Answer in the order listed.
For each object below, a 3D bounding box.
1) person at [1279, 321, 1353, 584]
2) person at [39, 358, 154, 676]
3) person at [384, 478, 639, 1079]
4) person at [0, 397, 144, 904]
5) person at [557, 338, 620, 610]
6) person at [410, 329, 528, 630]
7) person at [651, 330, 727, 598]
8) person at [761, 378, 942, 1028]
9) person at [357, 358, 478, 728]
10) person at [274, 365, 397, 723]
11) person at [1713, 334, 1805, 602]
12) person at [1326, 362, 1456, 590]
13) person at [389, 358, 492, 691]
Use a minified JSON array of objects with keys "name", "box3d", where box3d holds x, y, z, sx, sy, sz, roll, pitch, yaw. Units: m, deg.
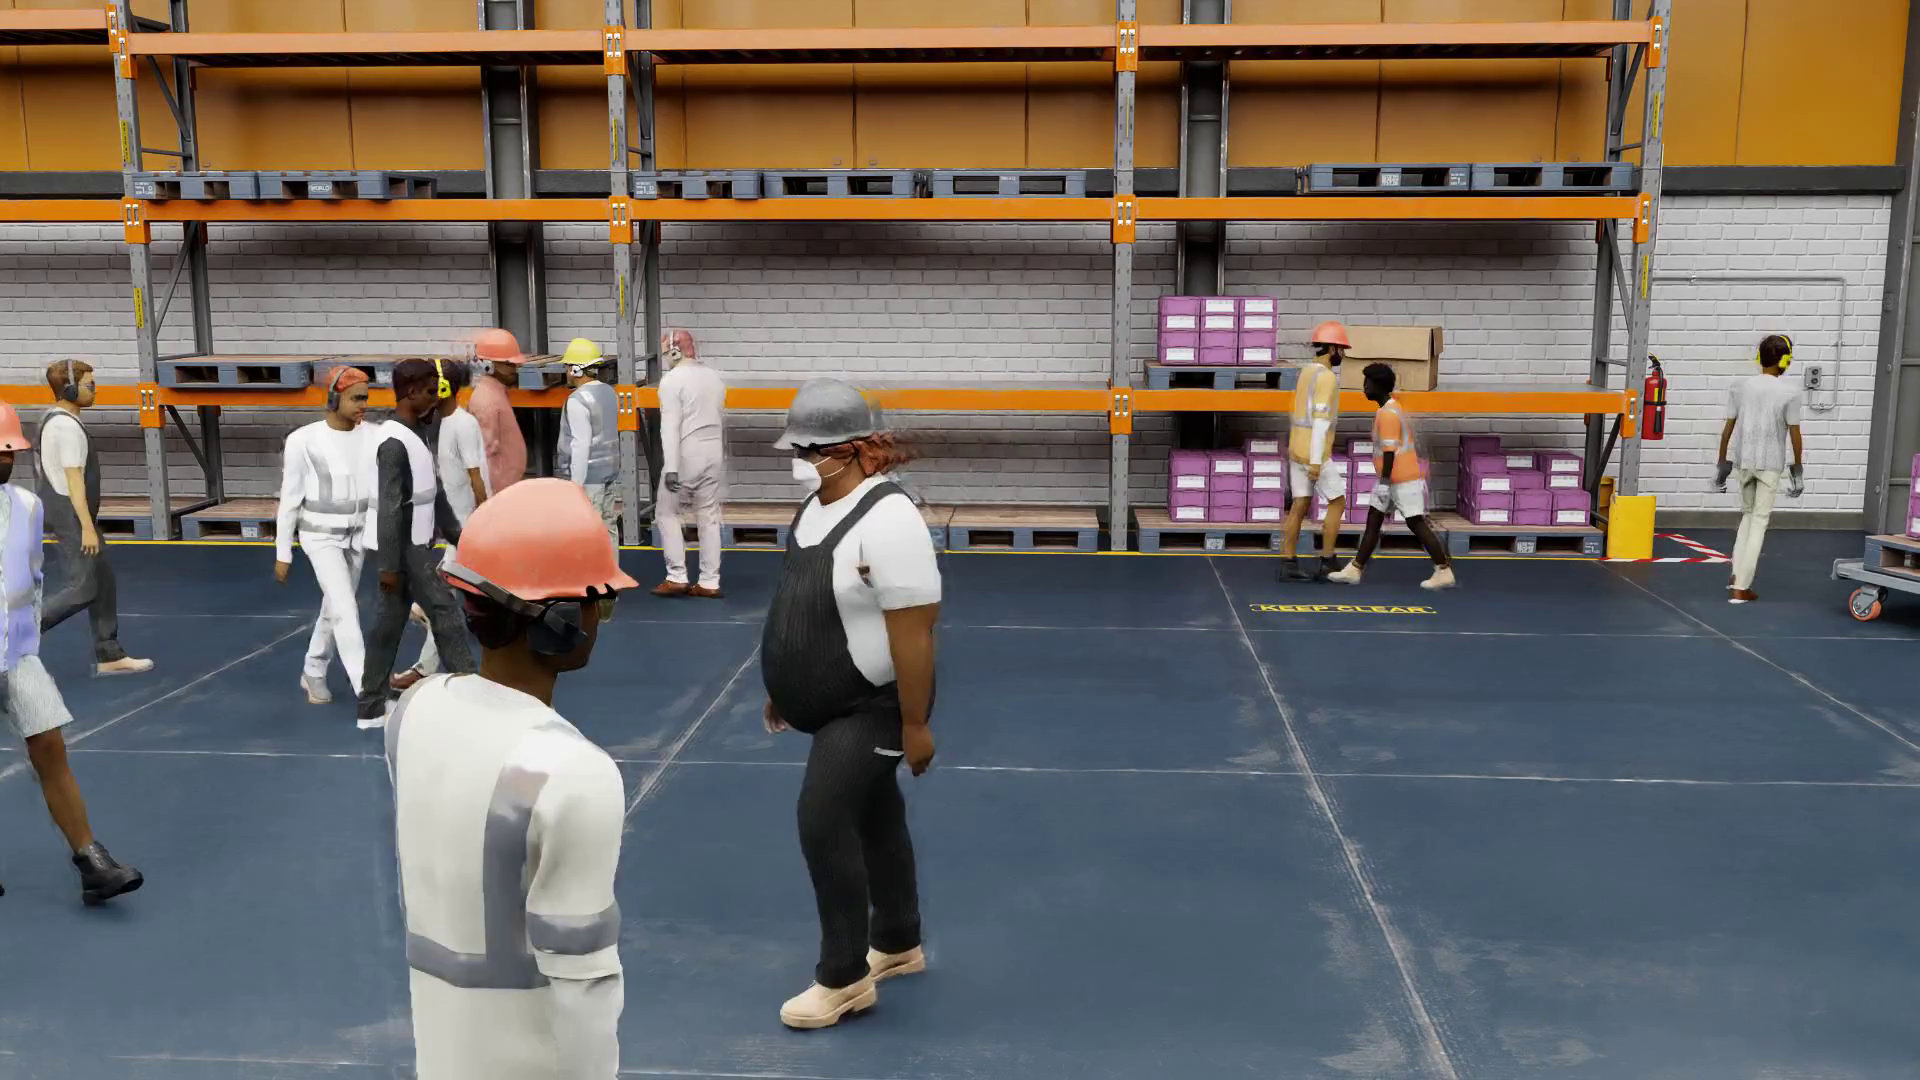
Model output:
[{"name":"person","box3d":[2.651,-0.621,12.077,0.710,1.905,0.578,-2,10,-9]},{"name":"person","box3d":[-4.976,-0.091,9.225,0.726,1.823,0.524,-5,11,-27]},{"name":"person","box3d":[-0.822,0.906,2.813,0.610,2.020,0.793,8,12,39]},{"name":"person","box3d":[-3.433,0.429,5.983,0.978,1.884,0.554,5,11,27]},{"name":"person","box3d":[-2.507,-0.441,11.224,0.404,1.835,0.590,2,10,11]},{"name":"person","box3d":[-2.945,-0.317,10.207,0.925,1.960,0.627,-3,10,-15]},{"name":"person","box3d":[-1.904,-0.524,11.610,0.620,1.867,0.667,6,12,32]},{"name":"person","box3d":[-0.402,0.477,5.248,0.742,2.000,0.703,-4,11,-23]},{"name":"person","box3d":[-2.634,0.031,8.364,0.939,1.872,0.588,-3,10,-16]},{"name":"person","box3d":[-3.219,0.016,8.594,1.029,1.831,0.587,6,11,32]},{"name":"person","box3d":[5.545,-0.487,11.461,0.584,1.842,0.535,-7,12,-36]},{"name":"person","box3d":[3.134,-0.450,11.874,0.901,1.631,0.562,2,10,9]},{"name":"person","box3d":[-2.808,-0.073,9.097,0.905,1.820,0.525,-3,10,-19]}]
